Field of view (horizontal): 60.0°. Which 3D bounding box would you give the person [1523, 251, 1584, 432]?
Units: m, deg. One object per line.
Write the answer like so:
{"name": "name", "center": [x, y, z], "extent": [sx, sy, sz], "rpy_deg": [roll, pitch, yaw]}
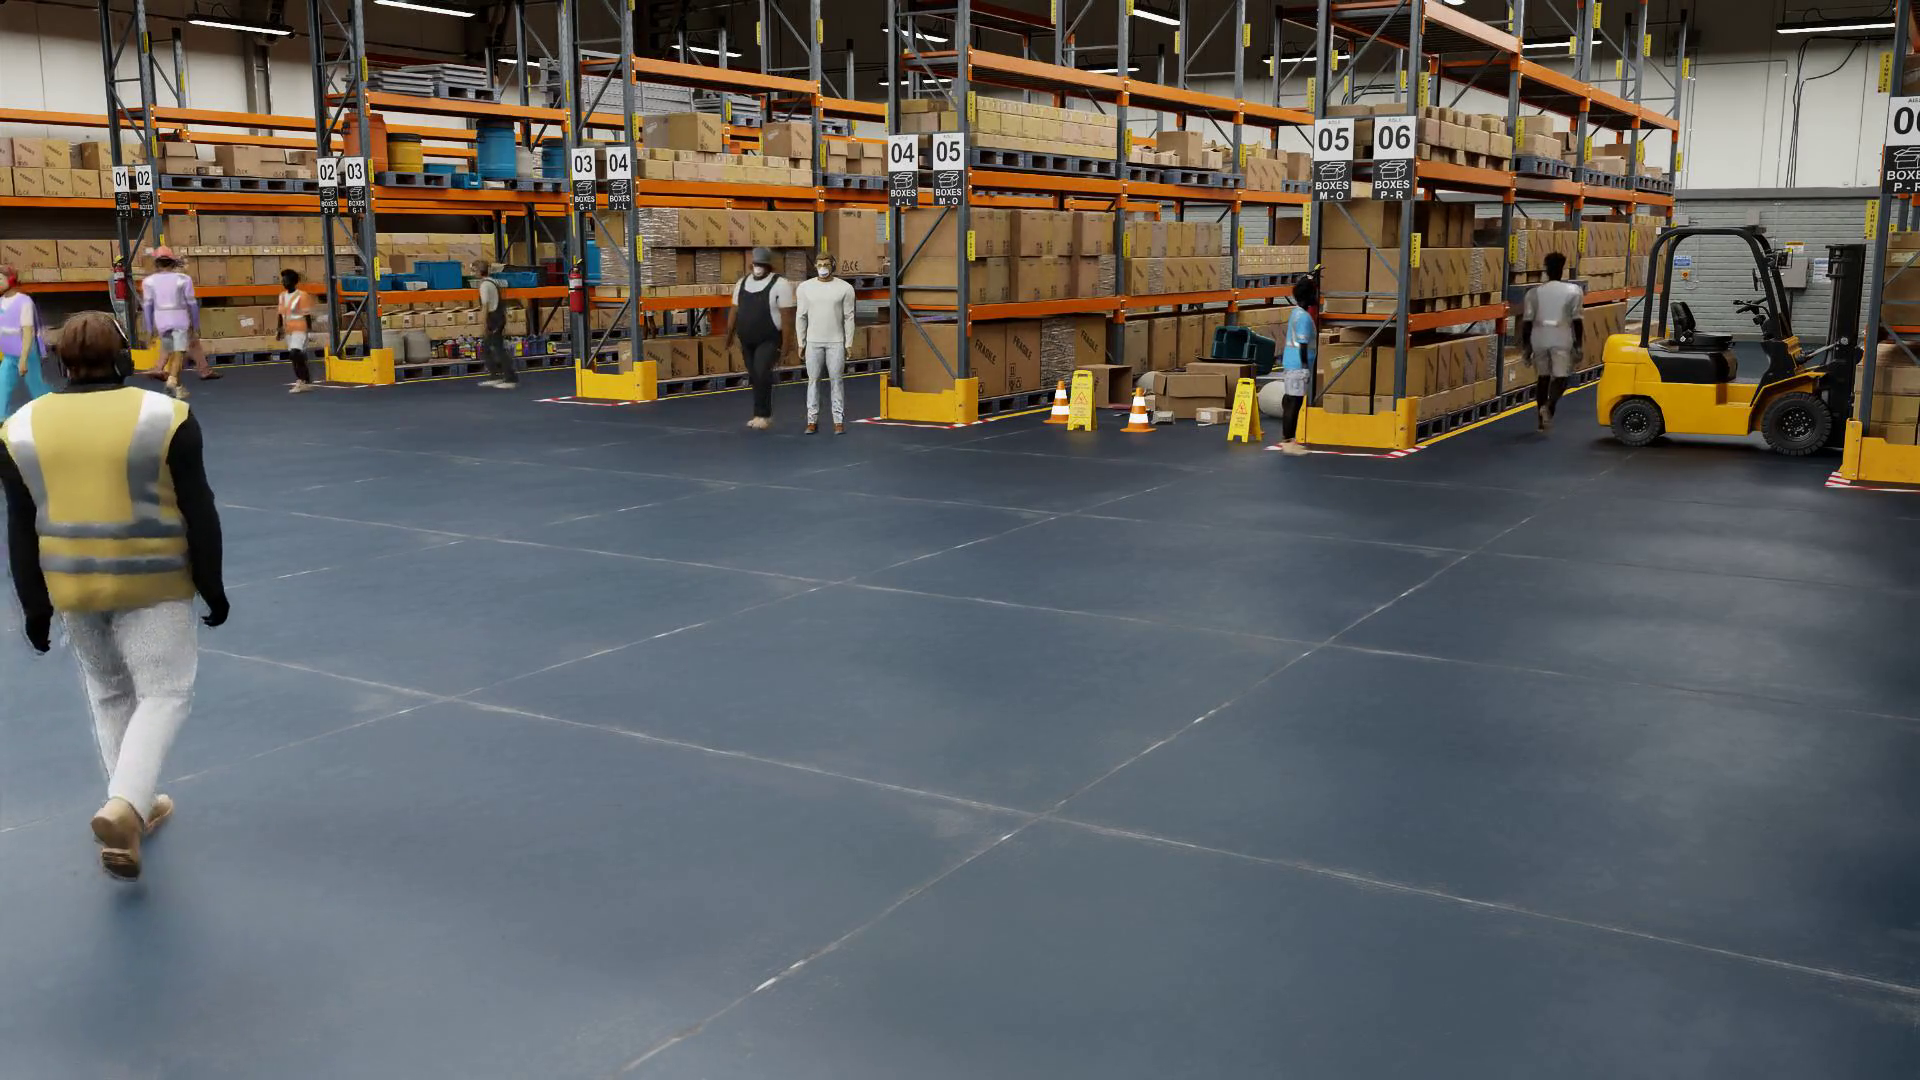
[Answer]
{"name": "person", "center": [6.265, -2.085, 17.631], "extent": [0.627, 1.944, 0.659], "rpy_deg": [7, 12, 35]}

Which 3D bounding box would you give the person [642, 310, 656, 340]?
{"name": "person", "center": [-6.025, -4.617, 31.826], "extent": [0.545, 1.942, 0.354], "rpy_deg": [9, 14, 42]}

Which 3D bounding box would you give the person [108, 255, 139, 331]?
{"name": "person", "center": [-14.169, -3.927, 28.270], "extent": [0.586, 1.833, 0.403], "rpy_deg": [6, 12, 30]}

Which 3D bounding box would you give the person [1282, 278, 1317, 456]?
{"name": "person", "center": [3.257, -1.658, 15.946], "extent": [0.321, 1.695, 0.539], "rpy_deg": [1, 10, 5]}

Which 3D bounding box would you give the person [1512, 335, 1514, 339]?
{"name": "person", "center": [11.560, -4.842, 33.248], "extent": [0.943, 1.892, 0.599], "rpy_deg": [-1, 10, -3]}

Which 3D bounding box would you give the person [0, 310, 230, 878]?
{"name": "person", "center": [-2.743, 0.167, 5.389], "extent": [0.622, 1.814, 0.800], "rpy_deg": [-1, 10, -3]}

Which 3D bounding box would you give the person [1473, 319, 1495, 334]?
{"name": "person", "center": [10.232, -4.635, 32.359], "extent": [0.689, 1.791, 0.838], "rpy_deg": [6, 12, 30]}

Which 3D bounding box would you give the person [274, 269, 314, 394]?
{"name": "person", "center": [-8.946, -2.778, 22.266], "extent": [0.537, 1.680, 0.600], "rpy_deg": [7, 12, 34]}

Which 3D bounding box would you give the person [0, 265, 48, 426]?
{"name": "person", "center": [-9.310, -1.772, 16.275], "extent": [0.593, 1.796, 0.935], "rpy_deg": [6, 12, 31]}

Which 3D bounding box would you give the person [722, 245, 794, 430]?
{"name": "person", "center": [-2.235, -2.227, 18.166], "extent": [0.729, 2.000, 0.673], "rpy_deg": [6, 12, 31]}

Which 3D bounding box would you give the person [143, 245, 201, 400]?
{"name": "person", "center": [-10.069, -2.746, 21.196], "extent": [0.617, 2.013, 0.952], "rpy_deg": [-1, 10, -6]}

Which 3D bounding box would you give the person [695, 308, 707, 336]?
{"name": "person", "center": [-5.343, -5.019, 34.121], "extent": [0.587, 1.928, 0.362], "rpy_deg": [7, 12, 34]}

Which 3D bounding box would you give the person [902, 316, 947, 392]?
{"name": "person", "center": [-0.446, -2.755, 21.534], "extent": [0.573, 1.888, 0.962], "rpy_deg": [4, 11, 21]}

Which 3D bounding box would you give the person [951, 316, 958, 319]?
{"name": "person", "center": [0.107, -3.508, 25.877], "extent": [0.584, 1.855, 0.884], "rpy_deg": [7, 12, 33]}

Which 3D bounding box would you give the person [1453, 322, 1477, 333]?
{"name": "person", "center": [9.400, -4.442, 30.917], "extent": [0.666, 1.919, 0.427], "rpy_deg": [10, 14, 44]}

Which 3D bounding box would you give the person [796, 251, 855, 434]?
{"name": "person", "center": [-1.427, -2.086, 17.660], "extent": [0.631, 1.940, 0.372], "rpy_deg": [0, 10, -1]}

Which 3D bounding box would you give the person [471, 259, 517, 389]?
{"name": "person", "center": [-6.487, -2.972, 23.000], "extent": [0.688, 1.798, 0.508], "rpy_deg": [-1, 10, -6]}

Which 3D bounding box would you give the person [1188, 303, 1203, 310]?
{"name": "person", "center": [5.554, -5.902, 38.905], "extent": [0.393, 1.985, 0.611], "rpy_deg": [-10, 14, -44]}

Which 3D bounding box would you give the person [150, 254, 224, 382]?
{"name": "person", "center": [-11.466, -3.261, 24.456], "extent": [0.997, 1.864, 0.652], "rpy_deg": [-6, 12, -31]}
